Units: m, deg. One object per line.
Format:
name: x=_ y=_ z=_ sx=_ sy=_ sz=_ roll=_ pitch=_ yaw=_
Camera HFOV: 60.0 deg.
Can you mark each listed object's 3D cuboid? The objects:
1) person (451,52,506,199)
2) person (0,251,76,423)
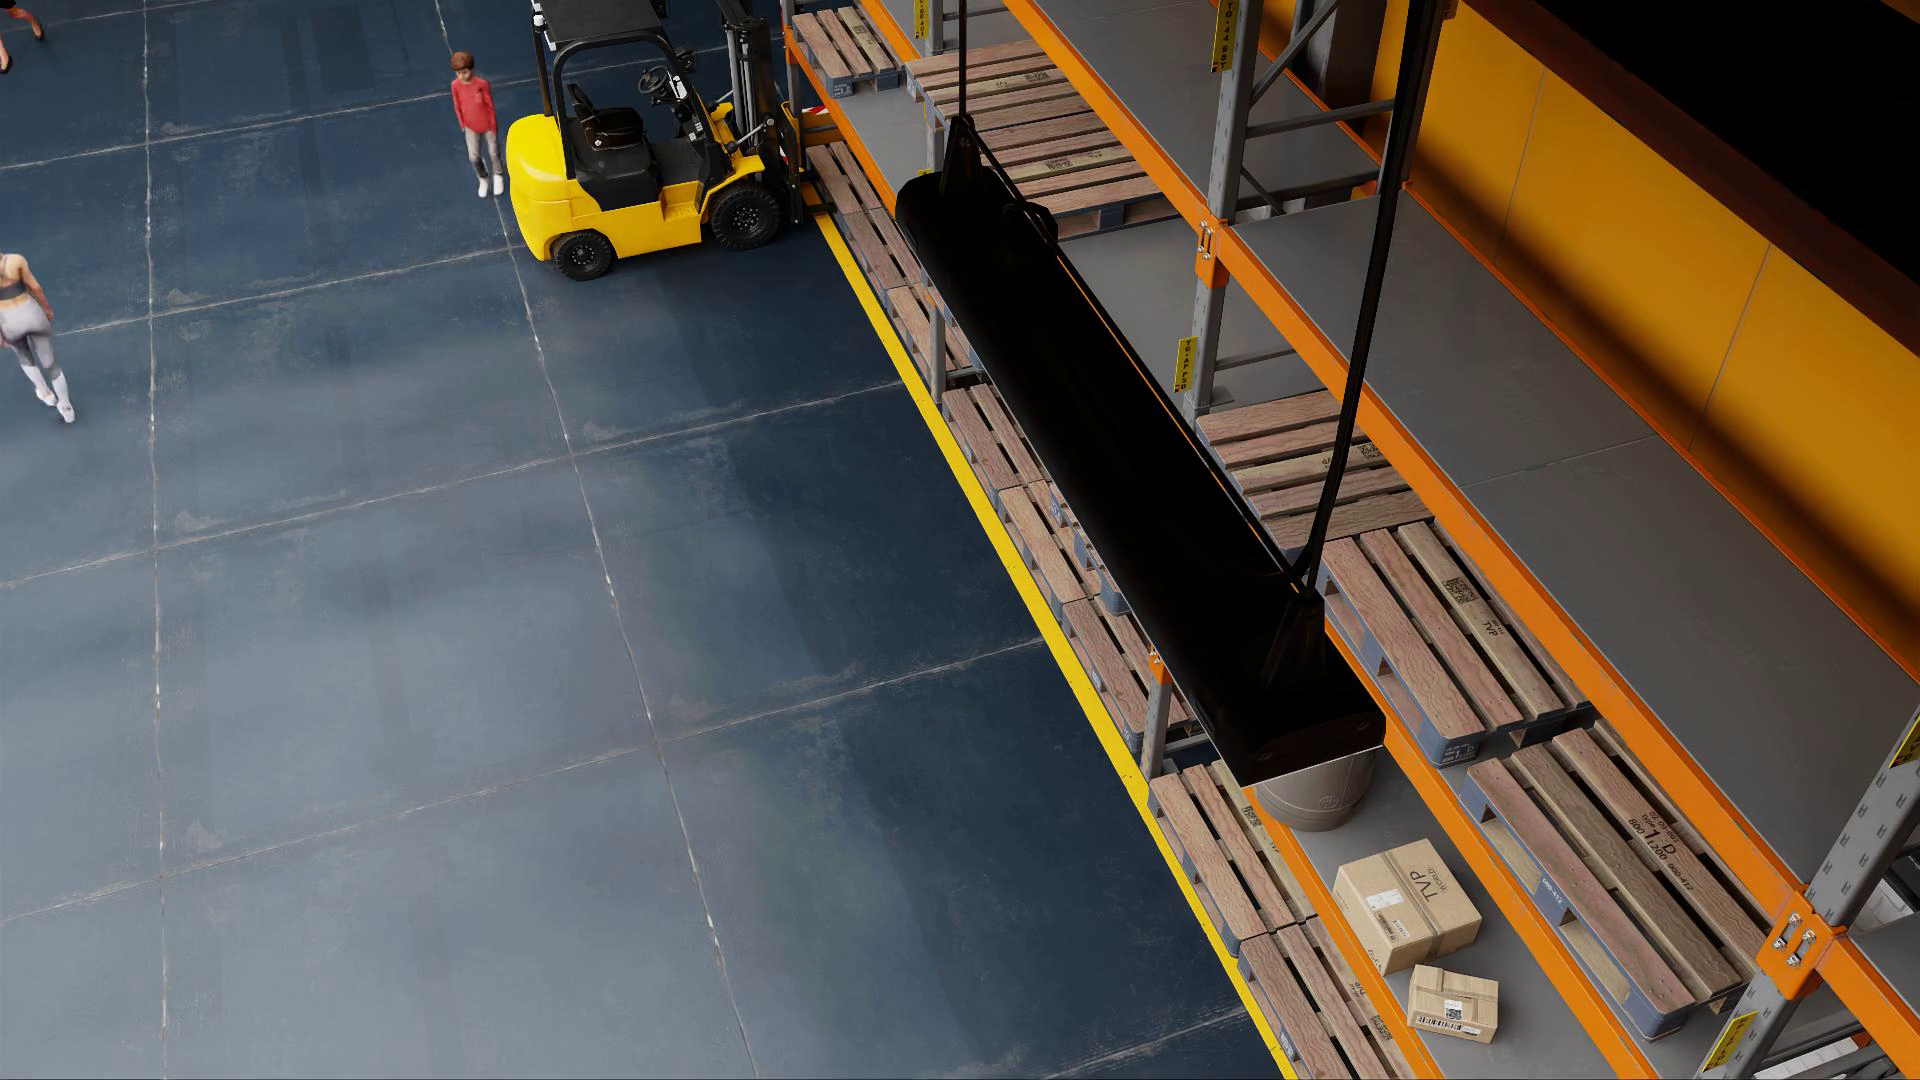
person: x=-4.301 y=-3.783 z=14.973 sx=0.584 sy=1.399 sz=0.618 roll=-3 pitch=44 yaw=-3
person: x=-6.982 y=-1.574 z=12.442 sx=0.696 sy=1.694 sz=0.816 roll=-26 pitch=50 yaw=-25
